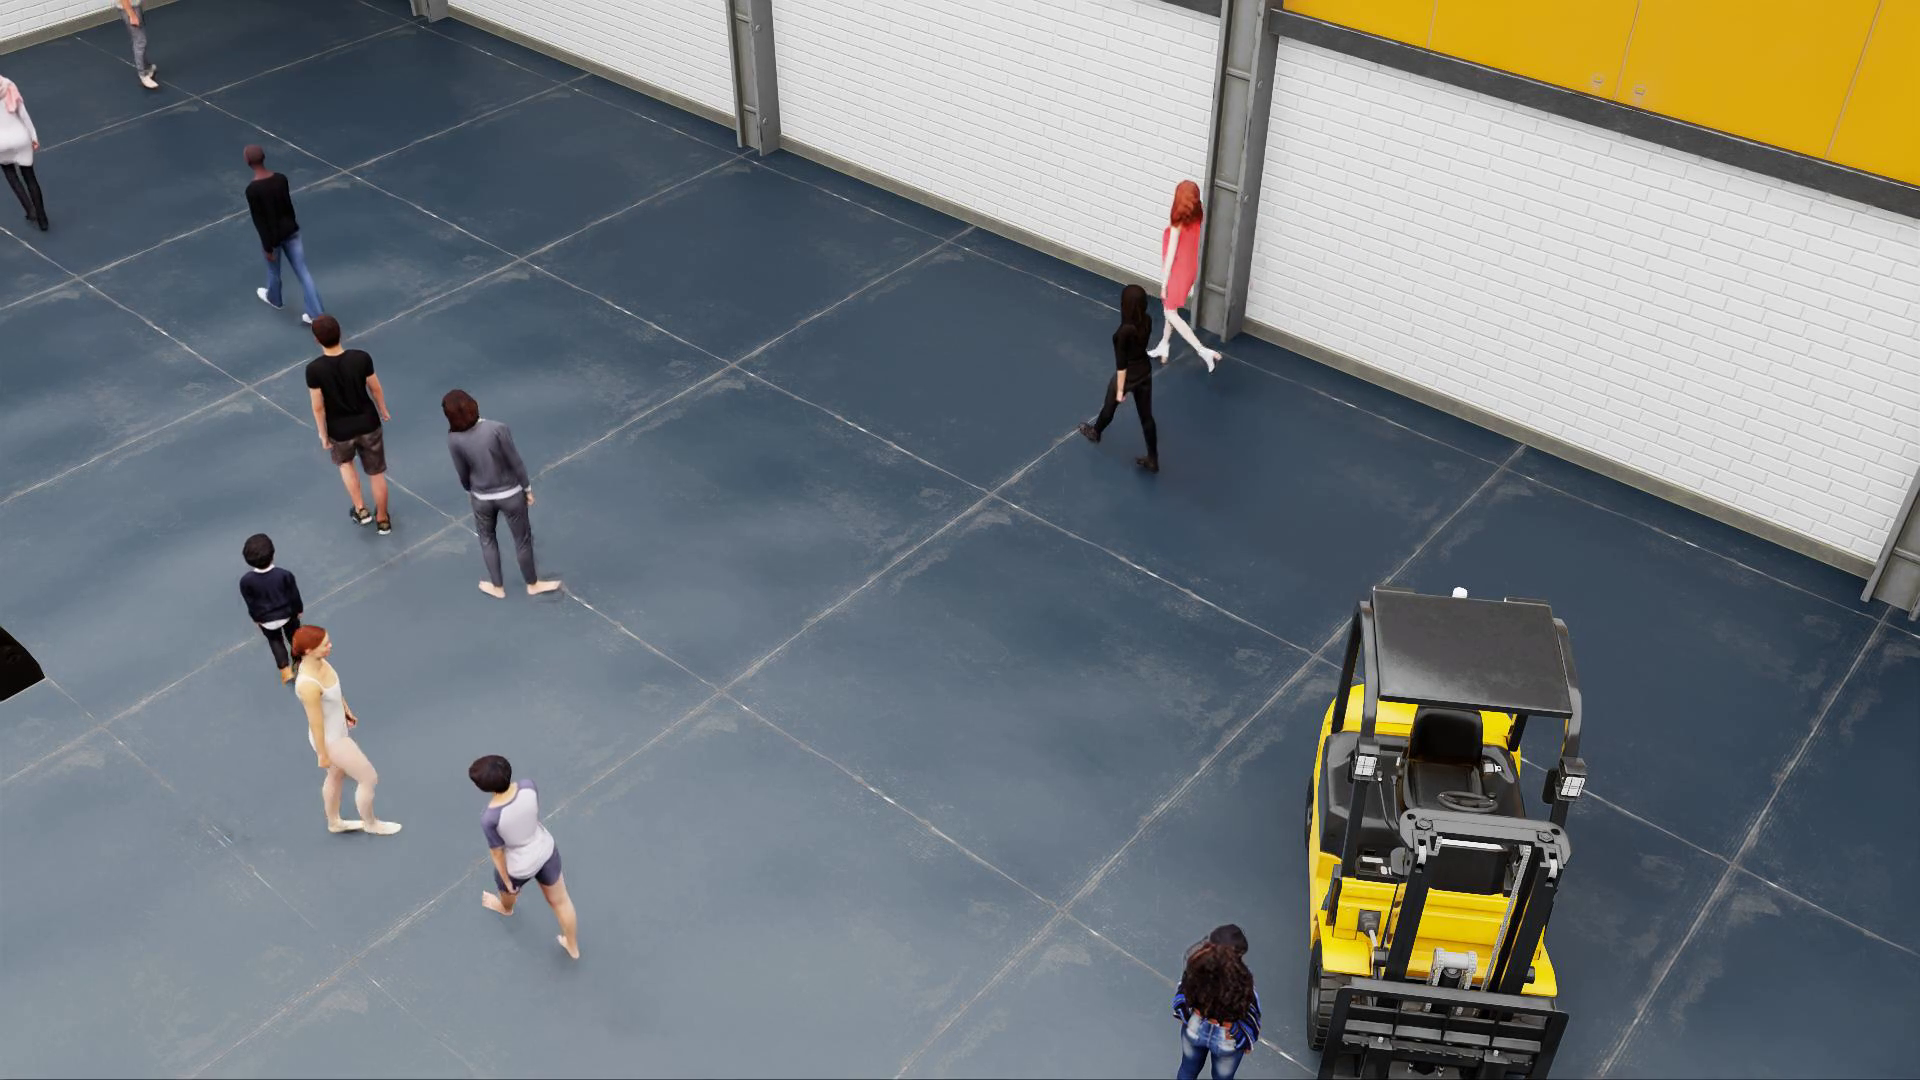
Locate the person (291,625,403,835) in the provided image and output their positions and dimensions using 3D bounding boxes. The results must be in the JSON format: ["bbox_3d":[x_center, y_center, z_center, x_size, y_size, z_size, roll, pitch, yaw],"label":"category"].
[{"bbox_3d":[-3.934,1.206,10.161,0.805,1.622,0.752,-8,39,-10],"label":"person"}]

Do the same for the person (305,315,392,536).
[{"bbox_3d":[-4.549,-0.807,12.500,0.806,1.848,0.809,-16,41,-19],"label":"person"}]

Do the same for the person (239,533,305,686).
[{"bbox_3d":[-4.678,0.500,11.370,0.664,1.216,0.761,-14,41,-17],"label":"person"}]

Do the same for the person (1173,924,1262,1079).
[{"bbox_3d":[1.302,2.522,8.525,0.537,1.607,0.701,20,43,23],"label":"person"}]

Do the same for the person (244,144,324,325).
[{"bbox_3d":[-6.053,-2.692,14.973,1.077,1.708,0.631,24,45,27],"label":"person"}]

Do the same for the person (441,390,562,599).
[{"bbox_3d":[-3.276,-0.311,11.964,0.774,1.744,0.854,7,39,9],"label":"person"}]

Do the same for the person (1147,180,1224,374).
[{"bbox_3d":[1.951,-2.212,14.293,1.029,1.806,0.610,29,47,32],"label":"person"}]

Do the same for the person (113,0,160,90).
[{"bbox_3d":[-9.616,-6.192,19.241,0.949,1.851,0.824,-14,41,-17],"label":"person"}]

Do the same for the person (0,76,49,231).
[{"bbox_3d":[-9.337,-3.885,16.402,0.711,1.789,0.719,-25,45,-28],"label":"person"}]

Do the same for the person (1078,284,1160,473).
[{"bbox_3d":[1.438,-1.248,13.256,0.706,1.595,1.109,-28,46,-30],"label":"person"}]

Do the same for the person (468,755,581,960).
[{"bbox_3d":[-2.422,1.835,9.456,0.973,1.519,0.595,32,48,33],"label":"person"}]
